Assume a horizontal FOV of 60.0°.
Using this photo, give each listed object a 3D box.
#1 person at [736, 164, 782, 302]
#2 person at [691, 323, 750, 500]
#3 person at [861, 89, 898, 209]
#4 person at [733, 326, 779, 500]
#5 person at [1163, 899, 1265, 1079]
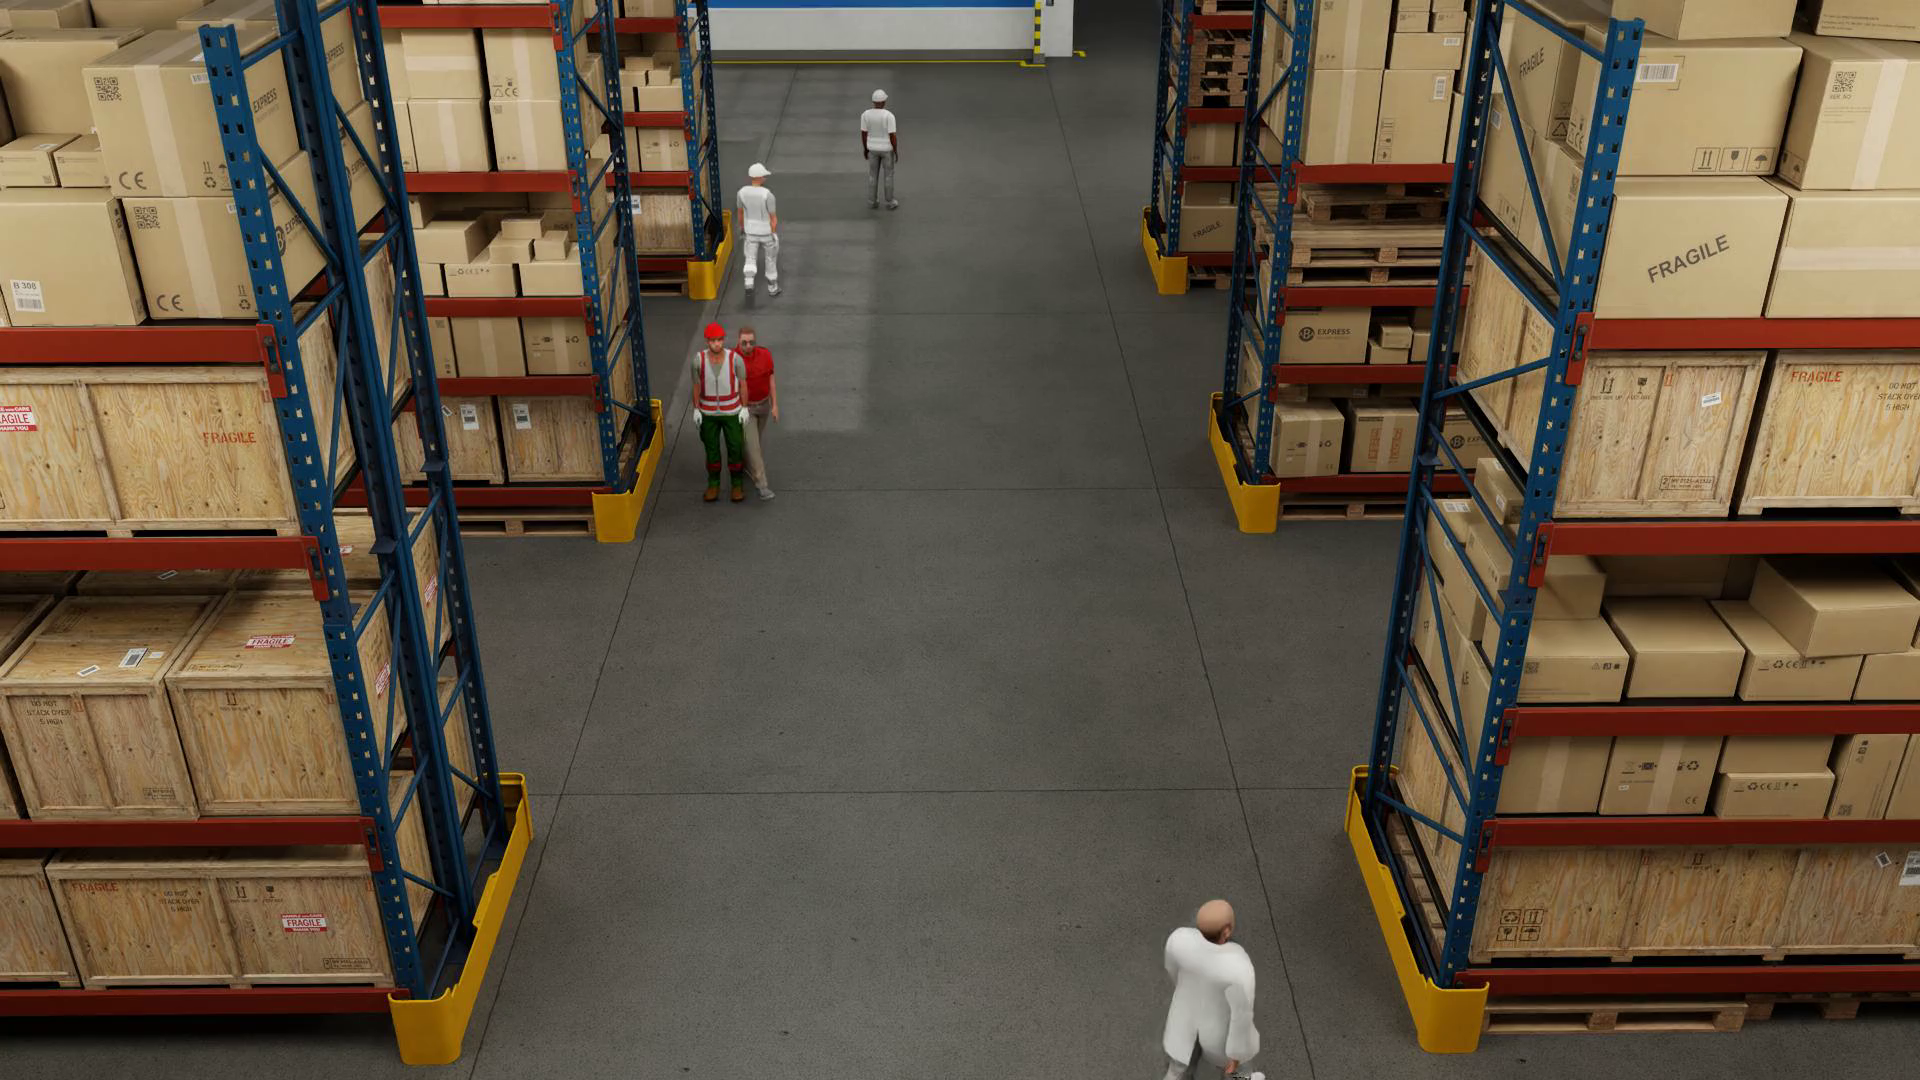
[{"bbox_3d":[-2.565,-3.914,21.170,0.563,1.779,0.824,5,29,9],"label":"person"},{"bbox_3d":[-2.319,-1.240,16.145,0.548,1.793,0.355,-1,28,-2],"label":"person"},{"bbox_3d":[-1.167,-5.813,24.717,0.559,1.770,0.413,8,29,14],"label":"person"},{"bbox_3d":[-2.010,-1.291,16.340,0.518,1.690,0.960,-23,36,-36],"label":"person"},{"bbox_3d":[1.387,2.591,9.093,0.572,1.755,1.004,17,33,28],"label":"person"}]
